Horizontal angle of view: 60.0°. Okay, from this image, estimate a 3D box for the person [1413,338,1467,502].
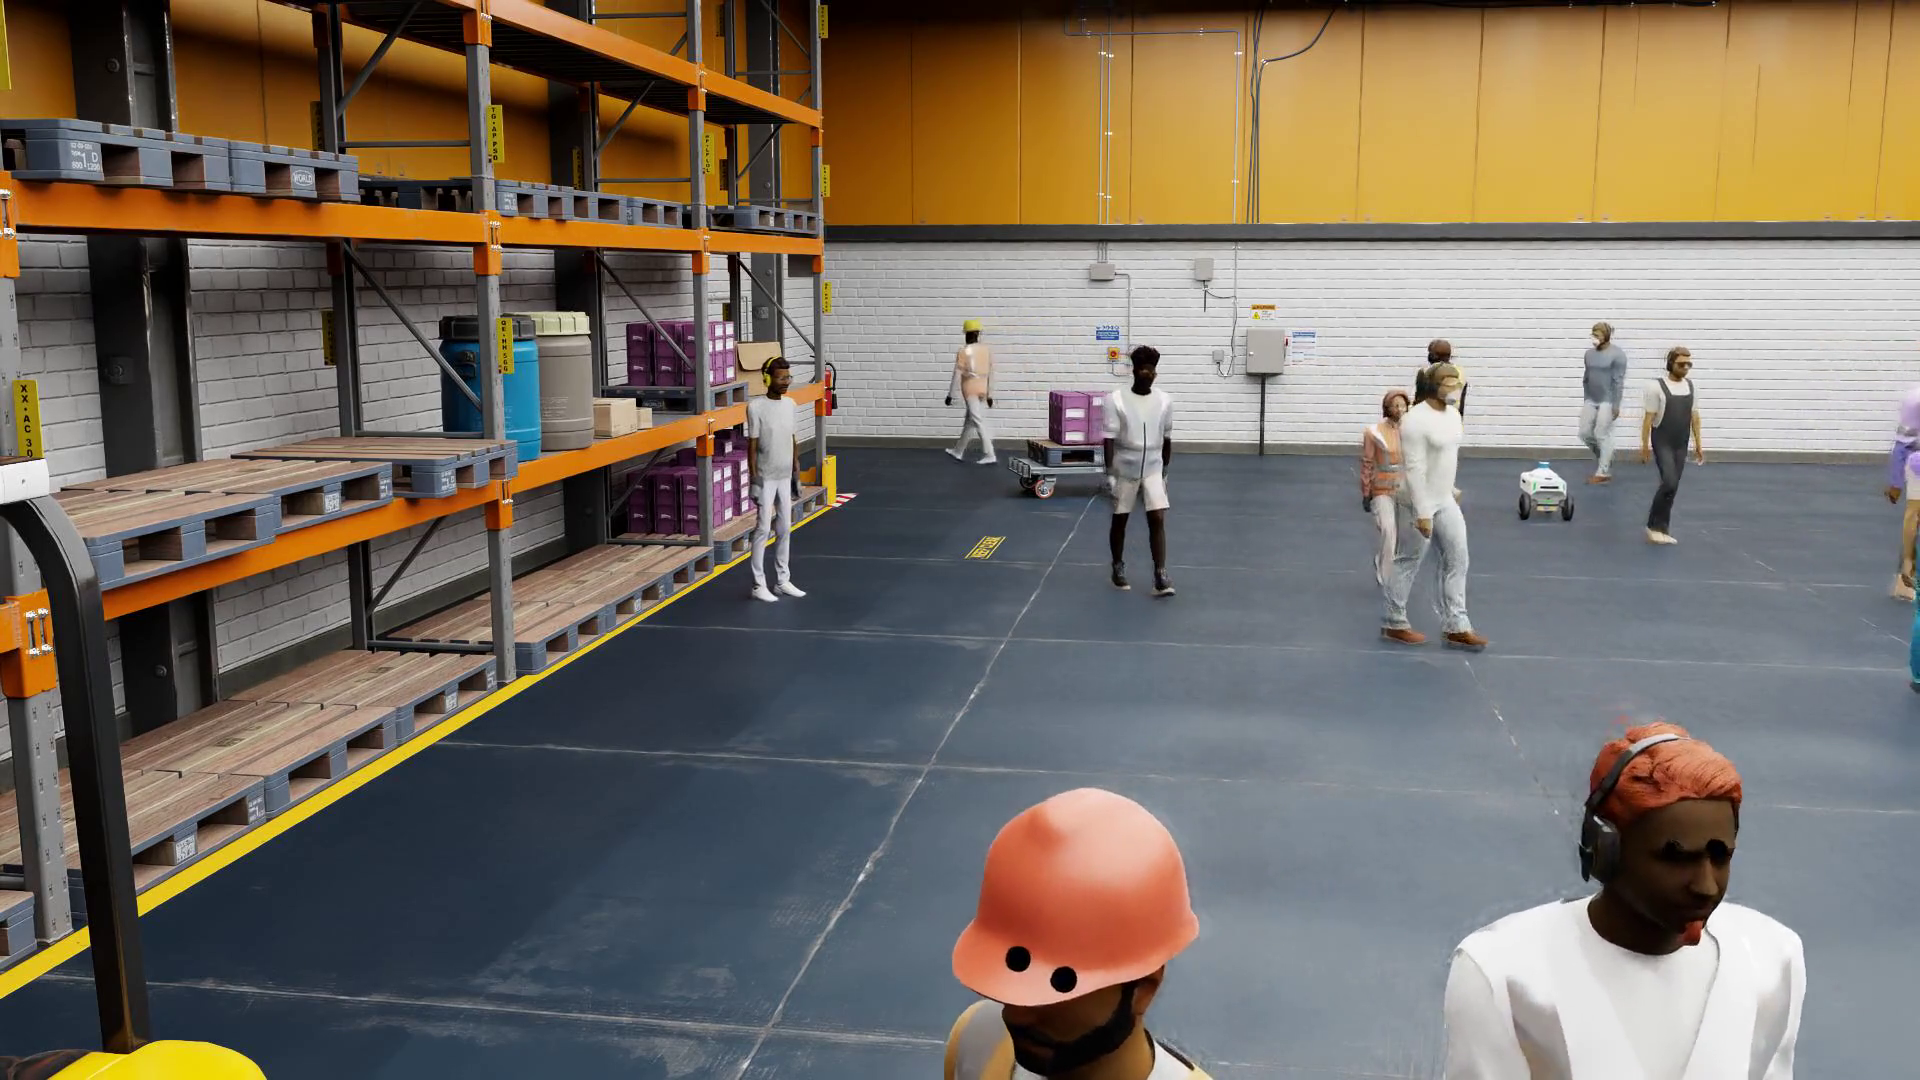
[{"bbox_3d":[4.844,-1.115,16.784,0.640,1.828,0.630,-6,11,-31],"label":"person"}]

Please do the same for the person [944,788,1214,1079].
[{"bbox_3d":[0.126,1.223,2.057,0.508,1.925,0.594,-7,12,-38],"label":"person"}]

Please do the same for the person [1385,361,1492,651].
[{"bbox_3d":[3.163,-0.204,10.897,0.656,1.907,0.845,-8,12,-42],"label":"person"}]

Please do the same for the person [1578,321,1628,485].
[{"bbox_3d":[7.546,-1.598,19.501,0.478,1.924,0.625,-4,10,-24],"label":"person"}]

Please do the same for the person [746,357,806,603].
[{"bbox_3d":[-1.409,-0.460,12.657,0.322,1.861,0.515,8,12,40],"label":"person"}]

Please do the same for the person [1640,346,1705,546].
[{"bbox_3d":[6.476,-0.840,15.111,0.513,1.827,0.491,-3,10,-19],"label":"person"}]

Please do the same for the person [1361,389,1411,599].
[{"bbox_3d":[3.327,-0.373,12.841,0.514,1.617,0.725,-1,9,-8],"label":"person"}]

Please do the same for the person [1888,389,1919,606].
[{"bbox_3d":[7.175,-0.433,12.069,0.647,1.982,1.005,-1,9,-8],"label":"person"}]

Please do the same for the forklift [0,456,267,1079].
[{"bbox_3d":[-2.328,0.975,2.765,2.313,2.155,1.214,1,9,9],"label":"forklift"}]

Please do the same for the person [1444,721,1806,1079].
[{"bbox_3d":[0.991,1.196,2.457,0.600,1.840,0.924,0,9,-2],"label":"person"}]

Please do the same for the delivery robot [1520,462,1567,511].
[{"bbox_3d":[5.928,-0.548,16.911,0.477,0.478,0.707,1,9,9],"label":"delivery robot"}]

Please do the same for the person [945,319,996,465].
[{"bbox_3d":[0.138,-1.922,21.624,0.984,1.873,0.600,8,12,40],"label":"person"}]

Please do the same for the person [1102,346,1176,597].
[{"bbox_3d":[1.390,-0.517,12.778,0.612,1.919,0.963,-2,9,-12],"label":"person"}]

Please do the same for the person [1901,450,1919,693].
[{"bbox_3d":[5.697,0.076,9.514,0.573,1.807,0.947,4,10,22],"label":"person"}]
